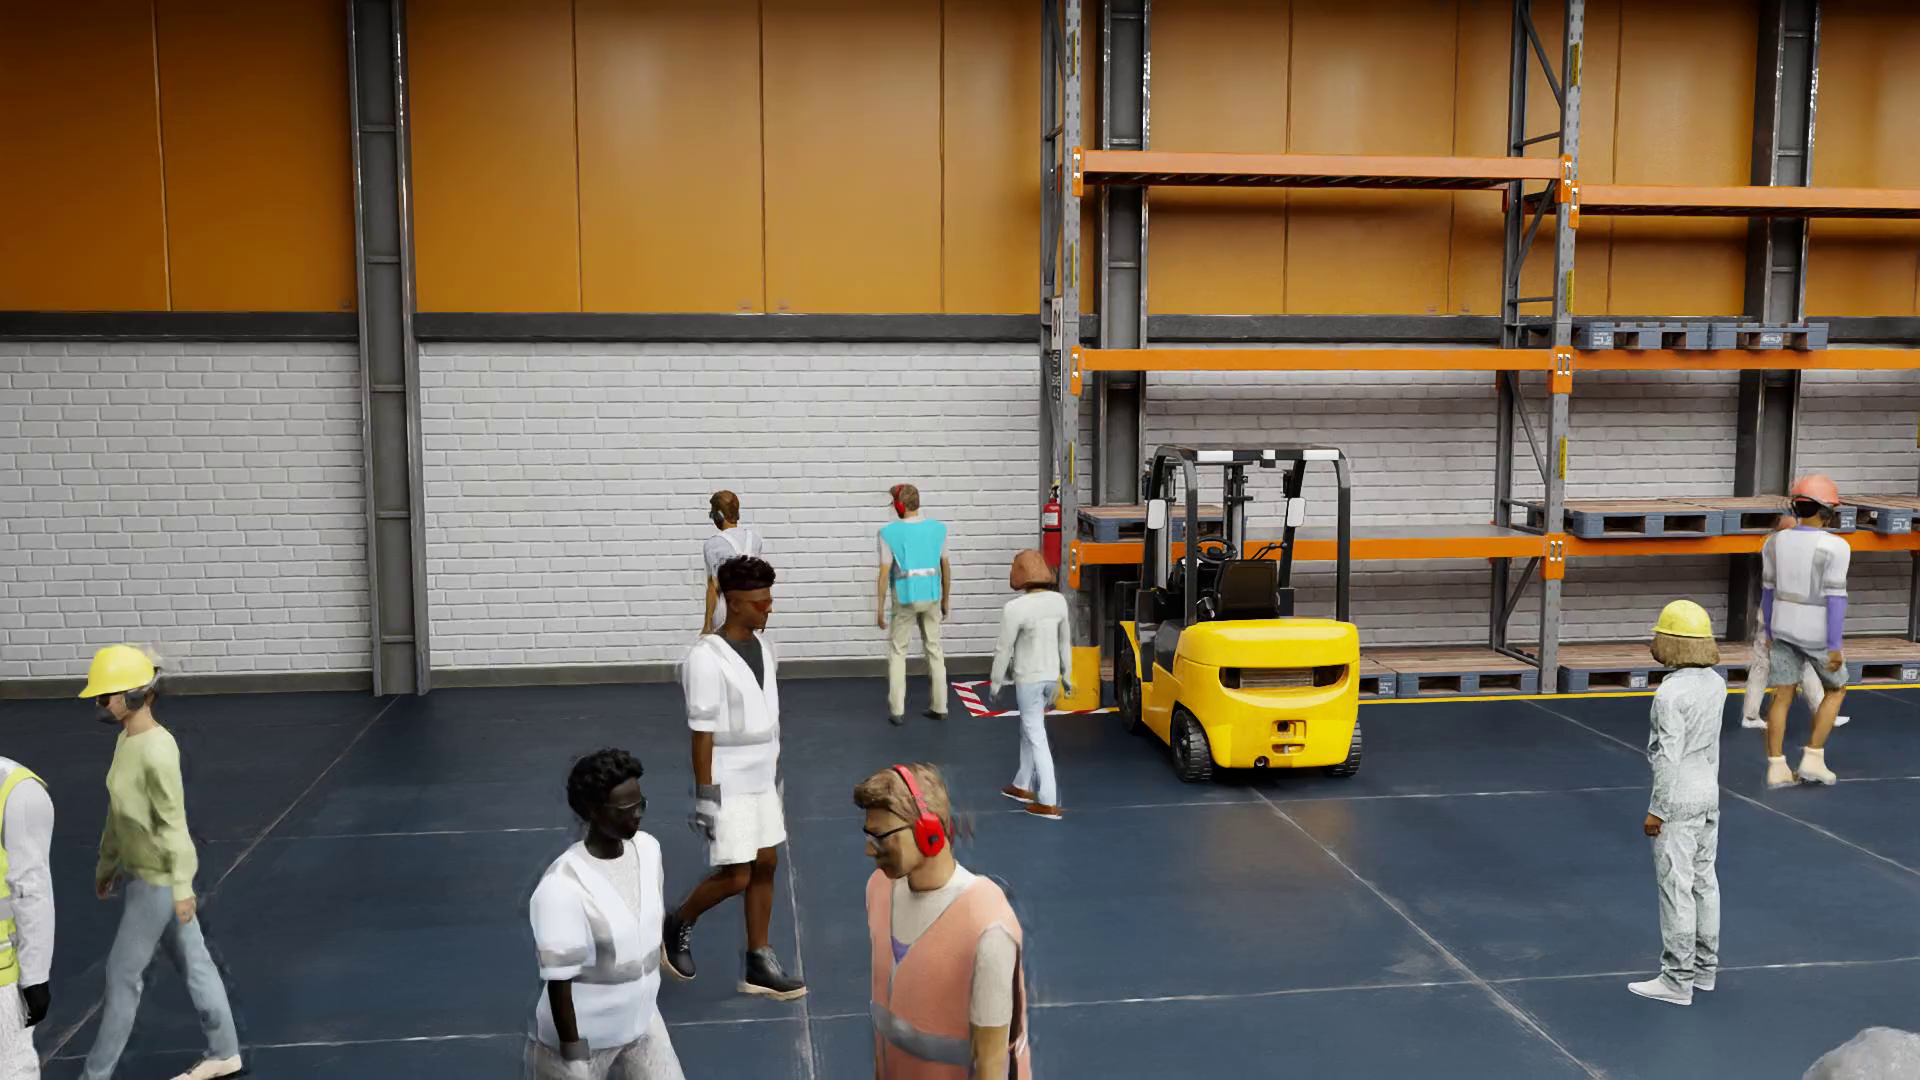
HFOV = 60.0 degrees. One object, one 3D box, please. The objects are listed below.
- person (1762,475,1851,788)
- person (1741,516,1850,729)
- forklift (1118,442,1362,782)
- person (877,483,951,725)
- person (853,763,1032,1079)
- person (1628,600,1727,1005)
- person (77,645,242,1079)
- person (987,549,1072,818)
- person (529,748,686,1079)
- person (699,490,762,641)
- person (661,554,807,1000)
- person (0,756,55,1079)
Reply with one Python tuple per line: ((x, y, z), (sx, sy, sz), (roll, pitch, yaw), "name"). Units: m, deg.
((5.452, 0.595, 10.692), (0.641, 2.017, 0.627), (-3, 7, -26), "person")
((6.174, 0.623, 12.272), (0.801, 1.606, 0.518), (-1, 7, -8), "person")
((1.912, 0.418, 11.496), (1.214, 2.155, 2.313), (-1, 7, -8), "forklift")
((-0.328, 0.484, 12.543), (0.624, 1.827, 0.428), (-3, 7, -24), "person")
((0.012, 1.437, 4.196), (0.565, 1.816, 0.601), (-5, 8, -36), "person")
((3.124, 1.128, 7.238), (0.492, 1.742, 0.319), (-5, 9, -40), "person")
((-3.108, 1.253, 6.159), (0.836, 1.724, 0.555), (-4, 8, -34), "person")
((0.375, 0.856, 10.153), (0.527, 1.604, 0.694), (-6, 9, -42), "person")
((-0.978, 1.434, 4.884), (0.864, 1.651, 0.552), (4, 8, 30), "person")
((-1.619, 0.565, 11.742), (0.345, 1.842, 0.504), (5, 8, 39), "person")
((-0.986, 1.024, 7.203), (0.610, 1.951, 0.634), (3, 7, 25), "person")
((-3.095, 1.330, 5.097), (0.638, 1.831, 0.429), (0, 7, 0), "person")
